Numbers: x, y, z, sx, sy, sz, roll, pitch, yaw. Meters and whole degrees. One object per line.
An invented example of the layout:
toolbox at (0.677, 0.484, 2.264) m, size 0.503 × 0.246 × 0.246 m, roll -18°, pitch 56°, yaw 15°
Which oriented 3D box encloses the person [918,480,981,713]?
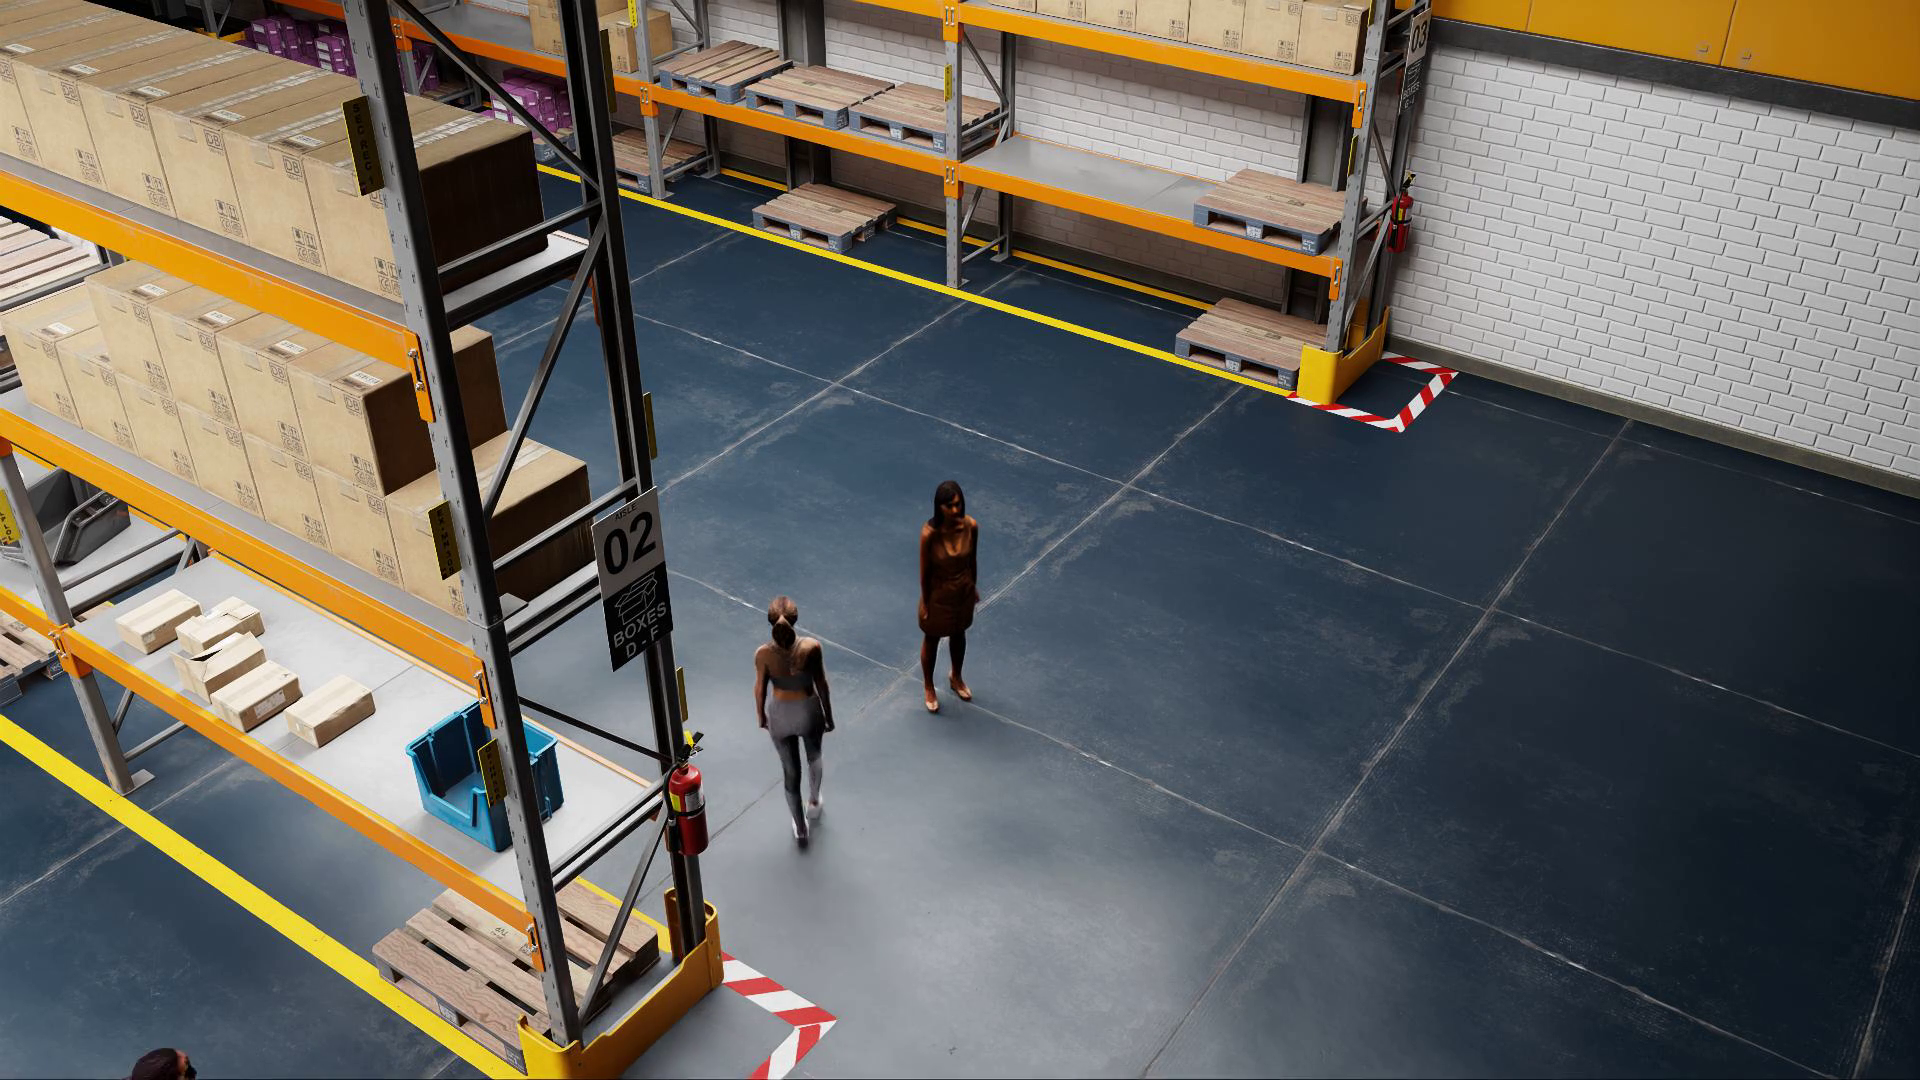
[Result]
person at (-0.078, 0.348, 10.675) m, size 0.639 × 1.690 × 0.651 m, roll -15°, pitch 37°, yaw -22°

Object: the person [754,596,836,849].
person at (-0.938, 1.093, 9.553) m, size 0.770 × 1.690 × 0.830 m, roll -5°, pitch 34°, yaw -8°
